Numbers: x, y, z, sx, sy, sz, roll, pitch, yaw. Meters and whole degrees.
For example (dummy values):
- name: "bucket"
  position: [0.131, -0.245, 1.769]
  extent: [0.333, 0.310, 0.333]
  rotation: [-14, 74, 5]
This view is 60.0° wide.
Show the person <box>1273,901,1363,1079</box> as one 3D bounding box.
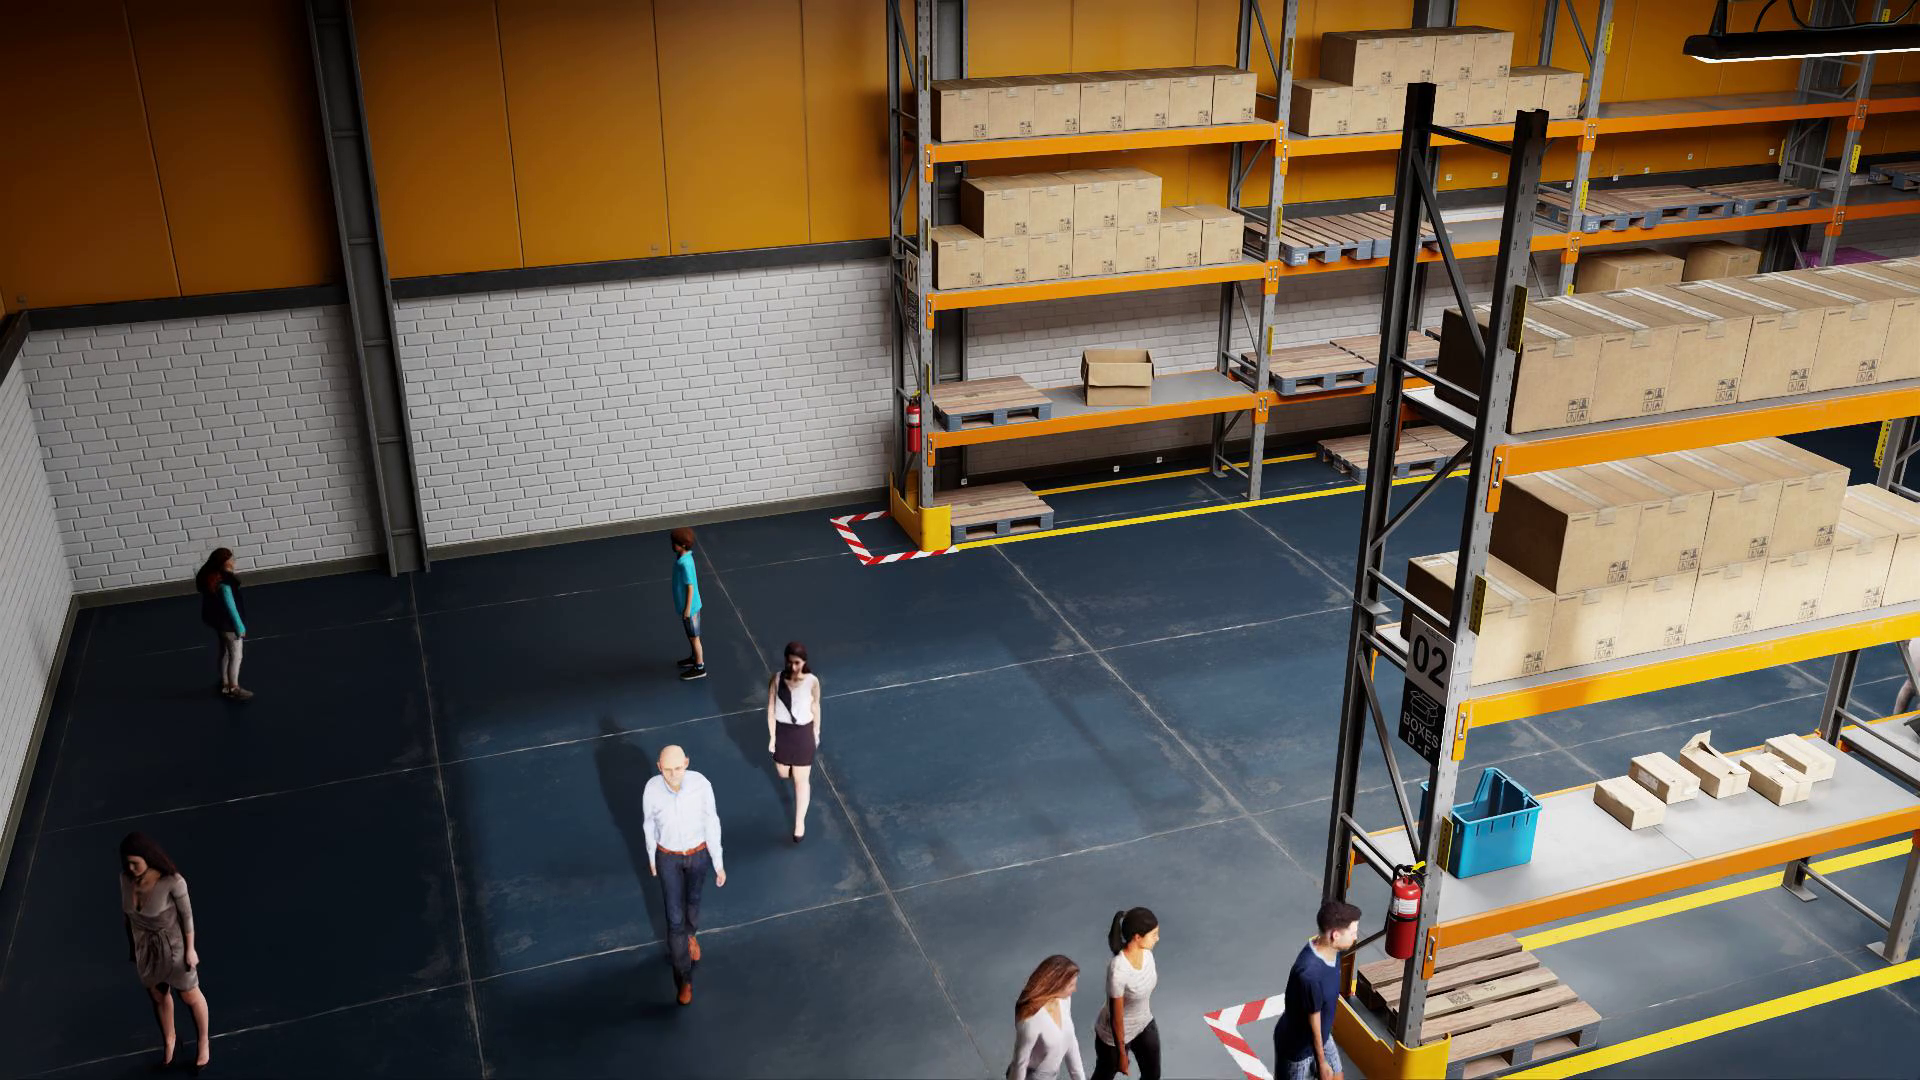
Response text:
- name: "person"
  position: [1.893, 2.807, 9.505]
  extent: [0.930, 1.812, 0.893]
  rotation: [18, 30, 36]

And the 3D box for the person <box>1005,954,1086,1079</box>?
- name: "person"
  position: [0.336, 3.007, 9.177]
  extent: [1.031, 1.709, 1.000]
  rotation: [15, 28, 30]

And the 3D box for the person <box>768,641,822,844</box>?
- name: "person"
  position: [-1.262, 1.487, 12.752]
  extent: [0.935, 1.630, 0.828]
  rotation: [0, 24, 0]

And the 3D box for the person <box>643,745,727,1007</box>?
- name: "person"
  position: [-1.862, 2.113, 11.173]
  extent: [1.058, 1.748, 0.761]
  rotation: [-7, 25, -16]

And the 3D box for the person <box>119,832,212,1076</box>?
- name: "person"
  position: [-4.900, 2.525, 10.238]
  extent: [0.596, 1.743, 0.725]
  rotation: [3, 24, 6]

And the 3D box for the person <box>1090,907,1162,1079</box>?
- name: "person"
  position: [0.897, 2.812, 9.722]
  extent: [0.833, 1.629, 0.784]
  rotation: [21, 31, 39]

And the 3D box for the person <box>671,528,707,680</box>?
- name: "person"
  position: [-2.466, 0.553, 15.116]
  extent: [0.502, 1.449, 0.540]
  rotation: [-6, 24, -12]

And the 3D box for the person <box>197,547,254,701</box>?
- name: "person"
  position: [-6.533, 0.714, 14.719]
  extent: [0.766, 1.472, 0.698]
  rotation: [21, 31, 39]
